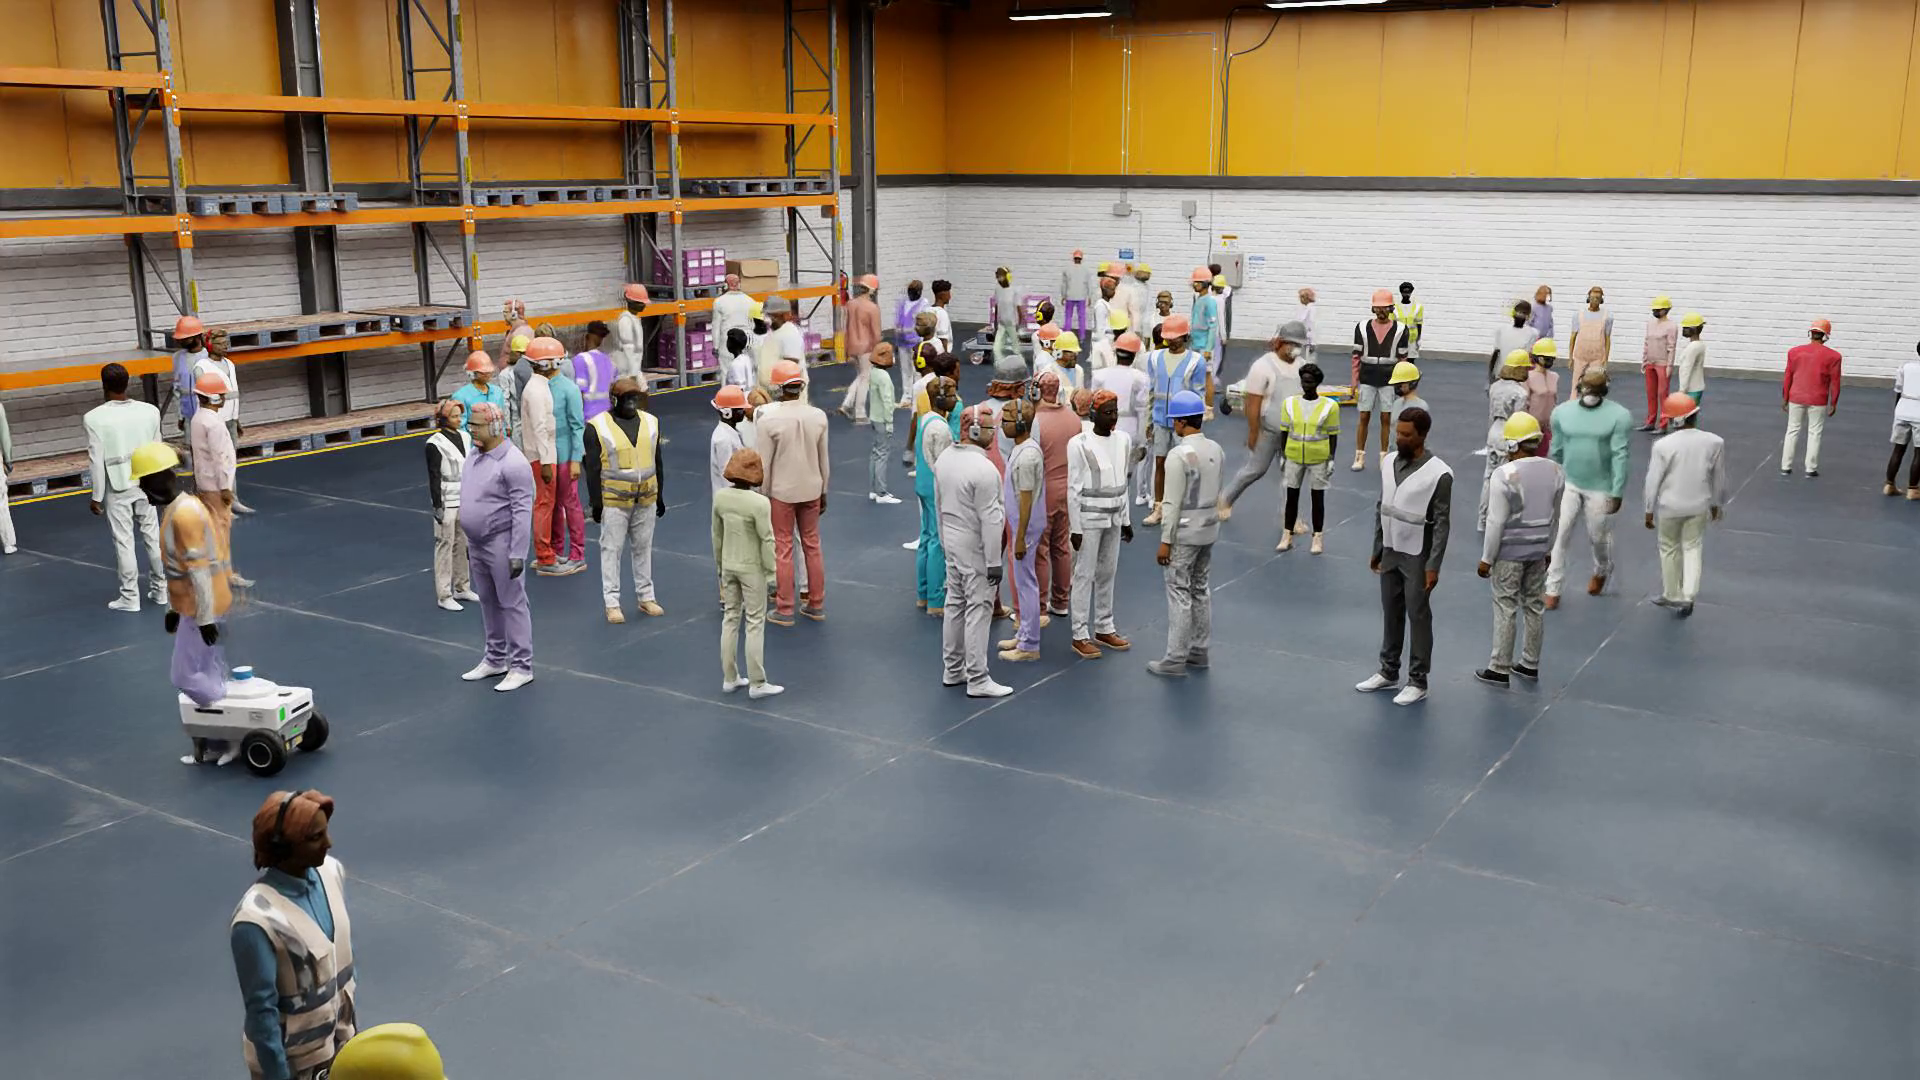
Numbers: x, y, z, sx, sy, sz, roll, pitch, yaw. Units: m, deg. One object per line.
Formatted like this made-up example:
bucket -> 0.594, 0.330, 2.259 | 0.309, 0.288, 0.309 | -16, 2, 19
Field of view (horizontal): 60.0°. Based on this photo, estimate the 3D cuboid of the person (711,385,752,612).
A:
person -> -1.751, -0.327, 12.851 | 0.330, 1.751, 0.564 | -2, 13, -7

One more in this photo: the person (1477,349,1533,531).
person -> 5.062, -0.892, 15.352 | 0.342, 1.734, 0.496 | -5, 14, -20

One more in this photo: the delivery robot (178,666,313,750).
delivery robot -> -4.134, 0.975, 9.628 | 0.707, 0.478, 0.477 | 3, 13, 11

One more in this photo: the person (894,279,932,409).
person -> -0.670, -2.678, 22.943 | 0.700, 1.812, 0.432 | 11, 17, 39

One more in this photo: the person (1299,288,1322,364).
person -> 5.015, -2.805, 23.890 | 0.366, 1.620, 0.778 | 1, 13, 3

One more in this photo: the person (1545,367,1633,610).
person -> 4.899, -0.425, 12.973 | 0.636, 1.905, 0.801 | 8, 15, 31

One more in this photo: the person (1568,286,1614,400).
person -> 8.057, -2.320, 21.299 | 0.508, 1.847, 0.345 | 5, 14, 19

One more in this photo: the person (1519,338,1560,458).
person -> 5.560, -1.062, 16.014 | 0.524, 1.769, 0.309 | -8, 15, -30

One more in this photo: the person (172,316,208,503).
person -> -7.527, -1.254, 16.489 | 0.547, 1.929, 0.385 | 2, 13, 8

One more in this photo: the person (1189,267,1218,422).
person -> 3.190, -2.577, 21.980 | 0.397, 2.043, 0.609 | -2, 13, -9

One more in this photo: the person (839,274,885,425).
person -> -1.228, -2.479, 21.718 | 0.465, 1.967, 0.628 | -10, 17, -38

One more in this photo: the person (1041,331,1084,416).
person -> 0.998, -1.099, 16.049 | 0.600, 1.828, 0.403 | -13, 18, -43

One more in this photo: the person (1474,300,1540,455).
person -> 6.349, -1.861, 19.346 | 0.670, 1.841, 0.309 | 7, 15, 27

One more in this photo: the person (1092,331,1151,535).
person -> 1.434, -0.946, 15.215 | 0.576, 1.907, 0.675 | 4, 14, 18

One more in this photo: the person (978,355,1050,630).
person -> 0.399, -0.362, 12.377 | 0.536, 2.000, 0.672 | -12, 18, -43

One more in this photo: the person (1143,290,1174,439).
person -> 2.516, -2.172, 20.657 | 0.510, 1.846, 0.341 | 2, 13, 7

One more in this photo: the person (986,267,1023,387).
person -> 0.693, -3.230, 25.292 | 0.671, 1.818, 0.857 | 10, 17, 38

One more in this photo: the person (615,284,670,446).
person -> -4.010, -2.094, 20.025 | 0.879, 1.993, 0.687 | 0, 13, 1

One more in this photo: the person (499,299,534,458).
person -> -4.942, -1.733, 18.619 | 0.409, 1.908, 0.647 | -2, 13, -10

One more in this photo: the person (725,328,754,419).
person -> -2.326, -1.392, 17.597 | 0.317, 1.695, 0.540 | 0, 13, 2

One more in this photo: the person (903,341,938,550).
person -> -0.296, -0.841, 14.850 | 0.330, 1.863, 0.517 | 7, 15, 28

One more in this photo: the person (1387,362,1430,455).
person -> 3.808, -0.649, 14.259 | 0.342, 1.754, 0.531 | -4, 13, -16

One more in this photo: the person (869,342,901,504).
person -> -0.779, -1.188, 16.852 | 0.269, 1.632, 0.509 | -4, 14, -17

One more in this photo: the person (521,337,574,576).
person -> -3.472, -0.702, 13.944 | 0.368, 1.996, 0.622 | -3, 13, -12

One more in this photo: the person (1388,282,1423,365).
person -> 6.461, -2.916, 24.227 | 0.531, 1.688, 0.324 | 2, 13, 8

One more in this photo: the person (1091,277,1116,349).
person -> 1.933, -2.573, 22.315 | 0.349, 1.881, 0.577 | 3, 13, 11

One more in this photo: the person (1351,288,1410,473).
person -> 4.641, -1.762, 18.442 | 0.605, 2.045, 0.377 | 4, 14, 17

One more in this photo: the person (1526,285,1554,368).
person -> 8.614, -3.023, 24.897 | 0.511, 1.597, 0.823 | -8, 15, -32

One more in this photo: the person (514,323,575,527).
person -> -3.876, -1.082, 15.725 | 0.633, 1.939, 0.368 | 4, 13, 15

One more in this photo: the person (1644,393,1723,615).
person -> 5.533, -0.269, 12.697 | 0.620, 1.710, 0.580 | 0, 13, 0

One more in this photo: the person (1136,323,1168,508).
person -> 1.971, -1.236, 16.587 | 0.351, 1.856, 0.519 | -11, 17, -40

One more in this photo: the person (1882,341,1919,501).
person -> 9.751, -1.237, 16.949 | 0.320, 1.683, 0.541 | -5, 14, -22

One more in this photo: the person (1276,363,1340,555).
person -> 3.064, -0.715, 14.659 | 0.536, 1.696, 0.321 | 6, 14, 25

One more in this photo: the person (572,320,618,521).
person -> -3.544, -1.152, 16.086 | 0.369, 1.924, 0.694 | 5, 14, 21

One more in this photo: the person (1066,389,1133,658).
person -> 0.988, -0.122, 11.681 | 0.578, 1.883, 0.353 | -11, 17, -40

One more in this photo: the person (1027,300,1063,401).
person -> 0.963, -1.778, 18.889 | 0.332, 1.874, 0.520 | 12, 17, 41

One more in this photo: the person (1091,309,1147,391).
person -> 1.698, -1.546, 17.845 | 0.590, 1.892, 0.835 | 1, 13, 4
